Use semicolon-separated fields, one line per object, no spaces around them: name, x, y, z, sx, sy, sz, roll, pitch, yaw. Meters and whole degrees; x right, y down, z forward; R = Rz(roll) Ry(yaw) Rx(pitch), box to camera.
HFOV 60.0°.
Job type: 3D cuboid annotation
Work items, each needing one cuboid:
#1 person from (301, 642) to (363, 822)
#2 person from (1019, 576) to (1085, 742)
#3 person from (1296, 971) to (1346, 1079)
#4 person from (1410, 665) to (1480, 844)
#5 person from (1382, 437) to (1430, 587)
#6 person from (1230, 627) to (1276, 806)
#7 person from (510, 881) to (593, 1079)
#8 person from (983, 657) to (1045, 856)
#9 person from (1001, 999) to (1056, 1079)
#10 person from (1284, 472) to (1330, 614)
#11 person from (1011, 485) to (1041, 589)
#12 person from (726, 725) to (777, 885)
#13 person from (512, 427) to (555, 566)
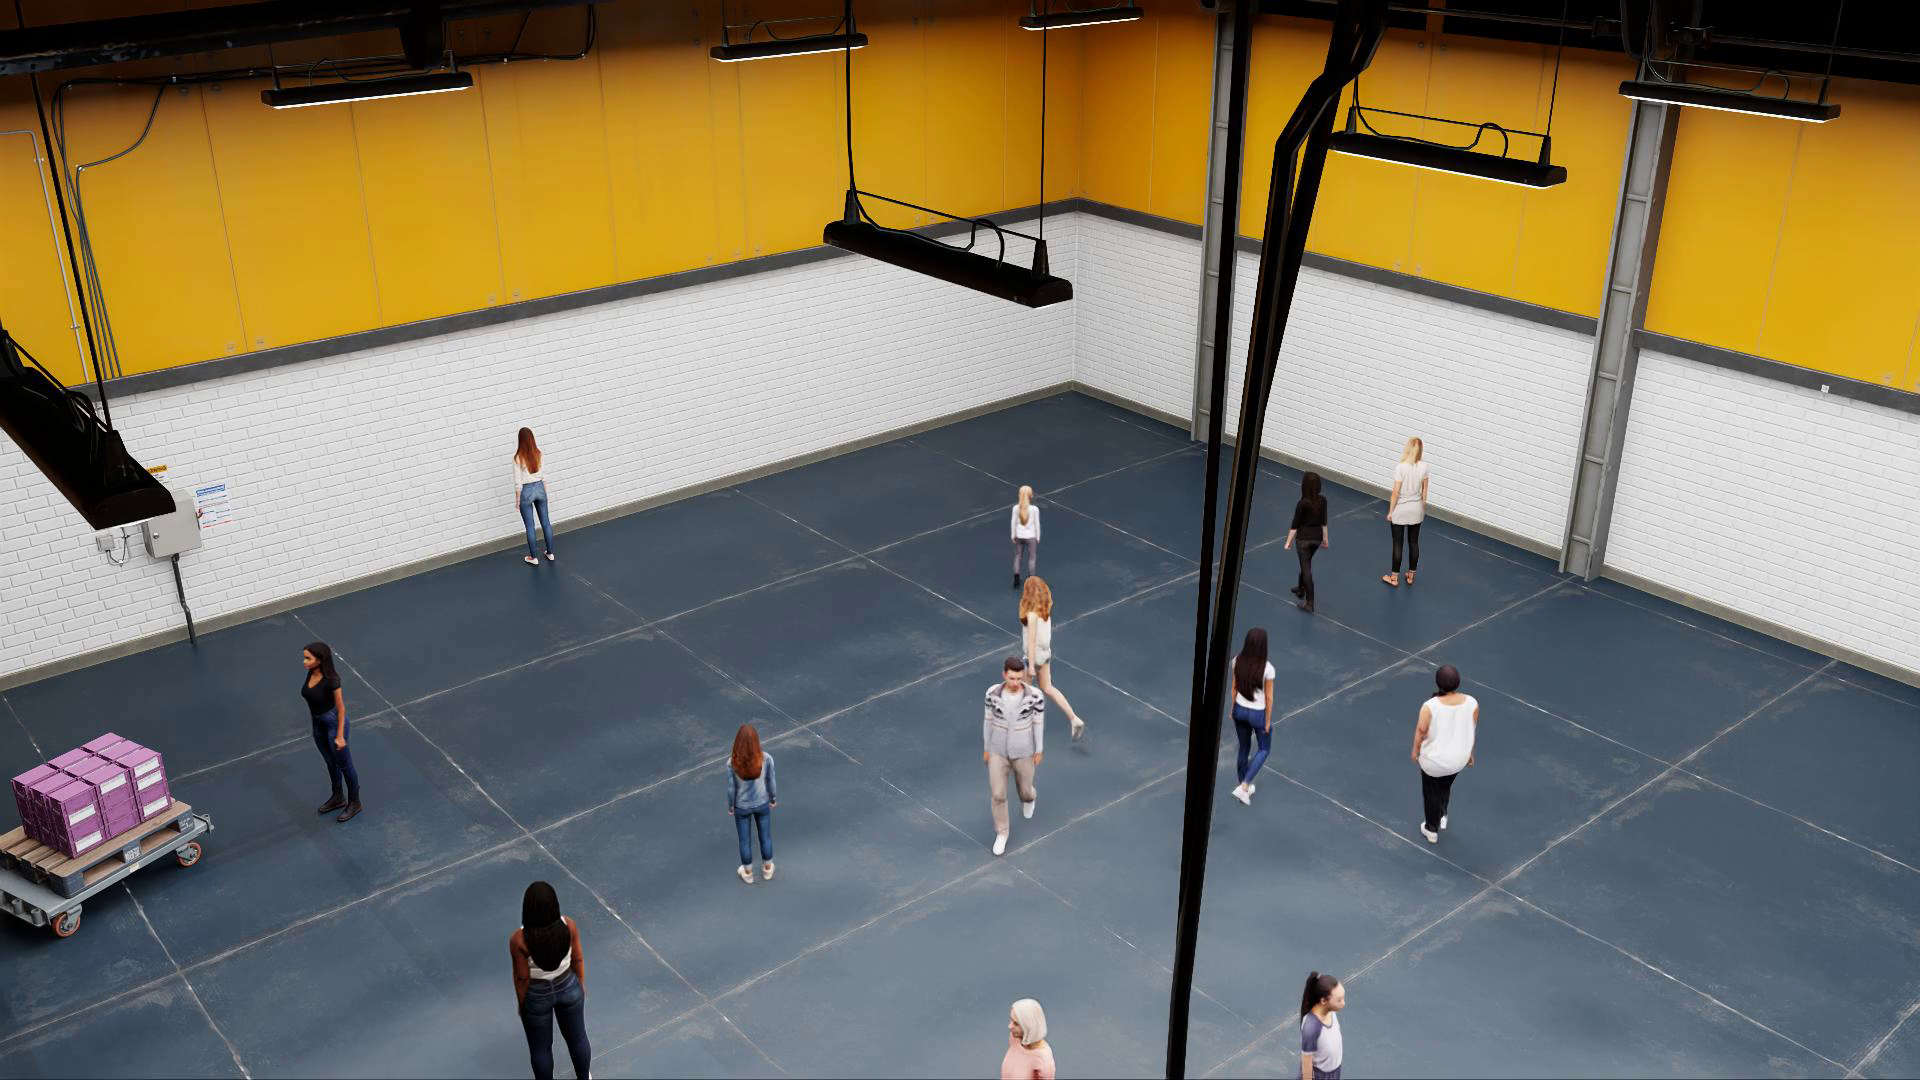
person;-5.632;1.685;14.894;0.552;1.739;0.679;15;28;31
person;0.835;1.183;16.054;1.144;1.728;0.802;15;28;30
person;2.303;3.511;10.828;0.627;1.650;0.658;13;27;27
person;4.228;1.889;14.504;0.821;1.677;0.861;-3;24;-6
person;5.221;-0.334;19.403;0.693;1.825;0.691;-5;24;-10
person;2.587;1.627;14.995;0.770;1.763;0.748;16;28;33
person;-2.819;3.138;11.483;0.704;1.809;0.683;-11;26;-23
person;0.469;1.800;14.517;1.041;1.829;1.070;5;24;10
person;0.436;3.607;10.515;0.692;1.724;0.502;-14;27;-29
person;3.995;0.045;18.787;0.714;1.625;0.854;-12;27;-26
person;0.767;-0.030;19.392;0.567;1.279;0.646;8;25;17
person;-1.756;2.217;14.005;0.632;1.476;0.624;-6;24;-14
person;-5.140;-0.542;20.001;0.581;1.728;0.515;-16;28;-33
